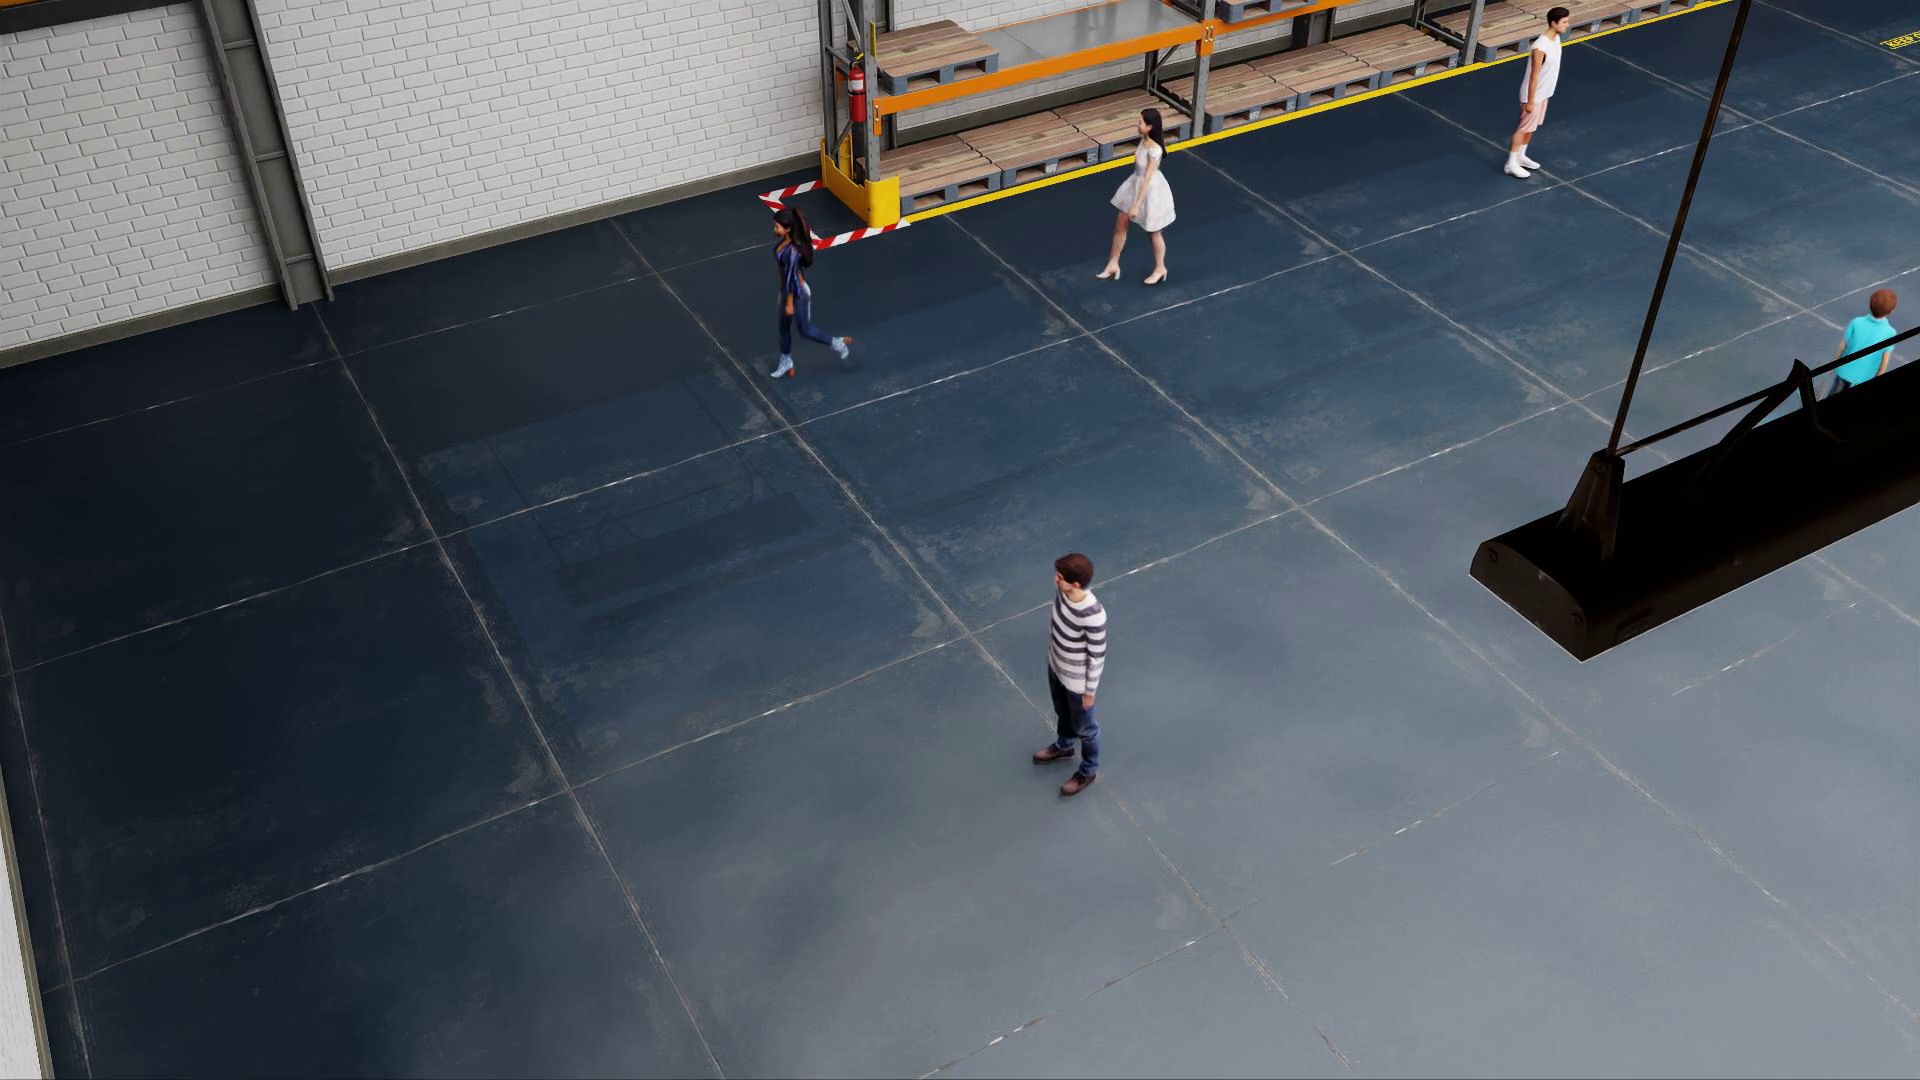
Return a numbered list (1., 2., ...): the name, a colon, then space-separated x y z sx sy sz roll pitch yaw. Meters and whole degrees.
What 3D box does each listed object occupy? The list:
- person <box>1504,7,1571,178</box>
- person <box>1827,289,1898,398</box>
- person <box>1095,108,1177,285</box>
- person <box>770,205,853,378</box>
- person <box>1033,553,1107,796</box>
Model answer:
1. person: 5.937 -4.636 17.143 0.767 1.783 0.646 23 44 27
2. person: 7.143 -1.321 13.270 0.649 1.437 0.740 28 46 30
3. person: 1.804 -3.113 15.263 1.007 1.750 0.821 -6 39 -8
4. person: -1.326 -2.076 14.084 1.013 1.602 0.744 -11 40 -14
5. person: 0.718 0.798 10.285 0.545 1.850 0.657 -17 42 -20
